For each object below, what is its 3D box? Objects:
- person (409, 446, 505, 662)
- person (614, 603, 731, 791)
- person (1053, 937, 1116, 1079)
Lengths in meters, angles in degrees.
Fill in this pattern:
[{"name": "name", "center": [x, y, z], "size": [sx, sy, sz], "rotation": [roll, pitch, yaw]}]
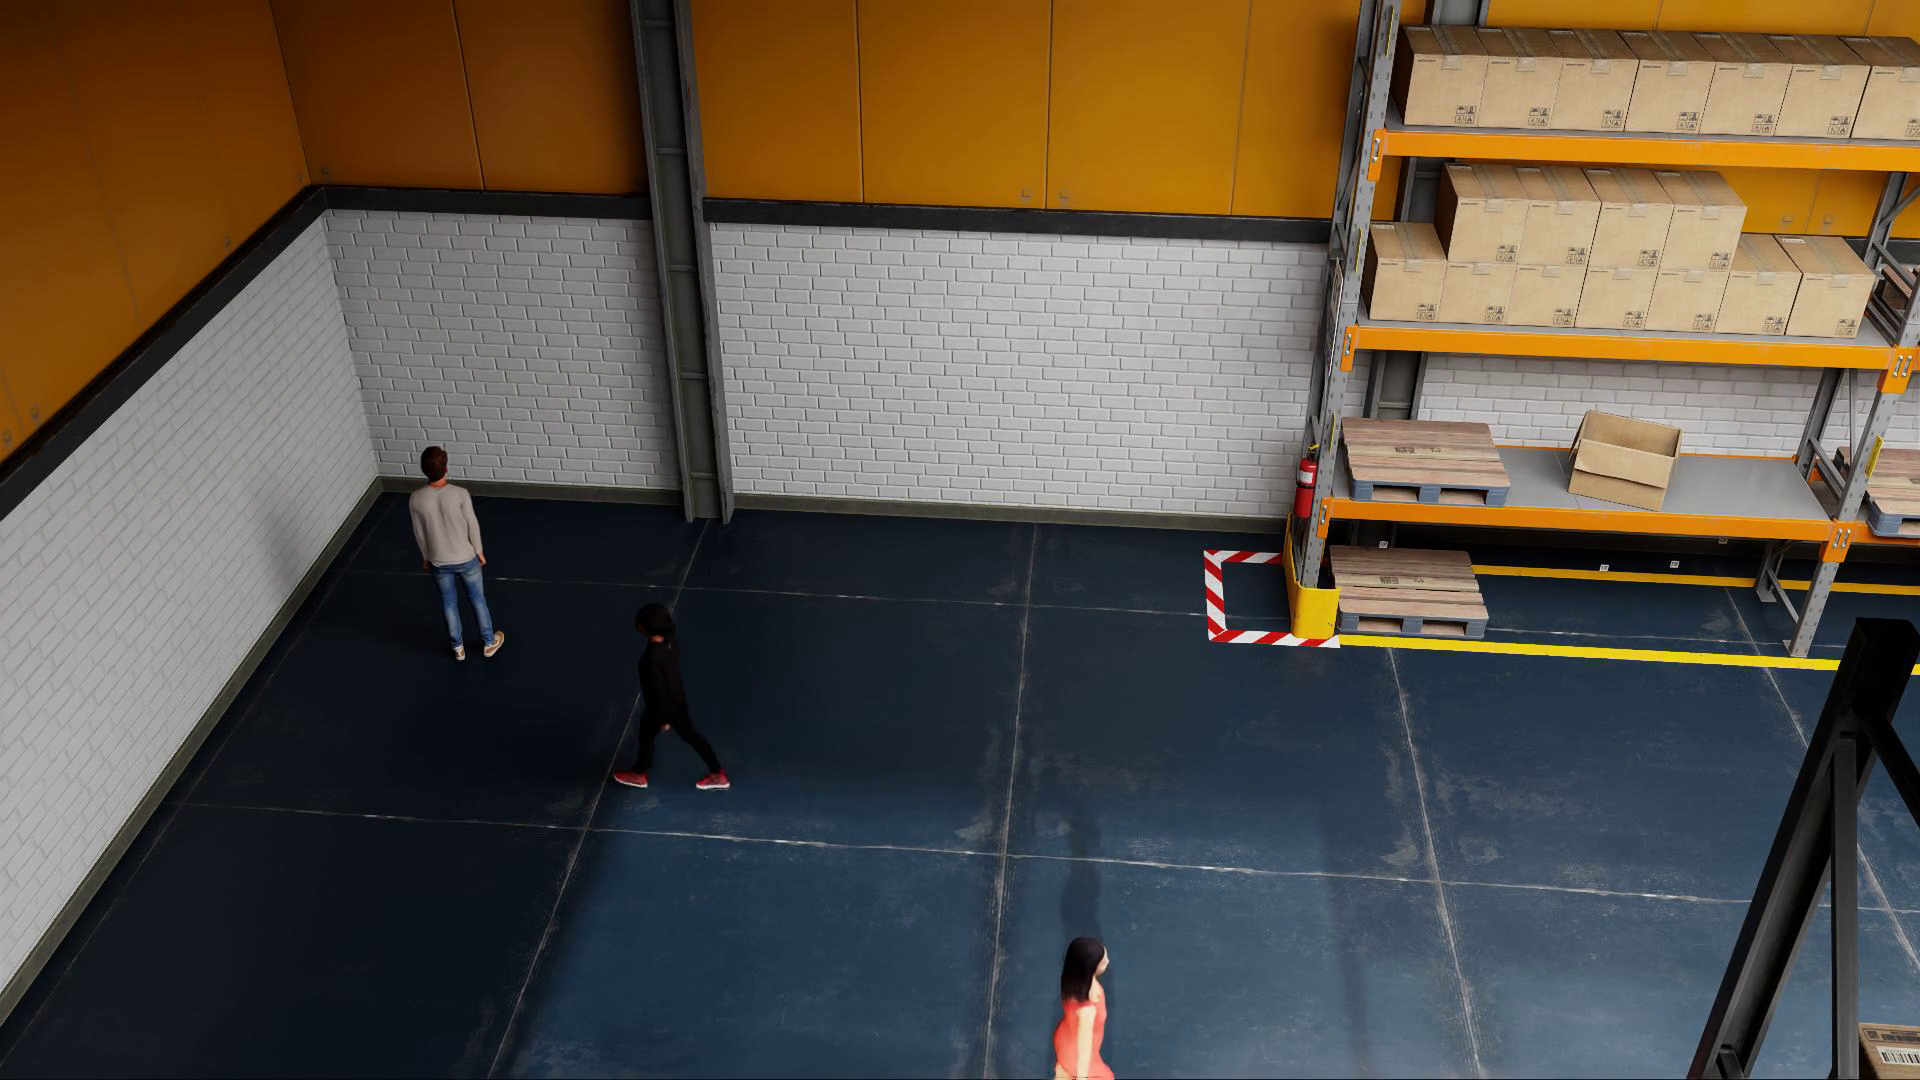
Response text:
[{"name": "person", "center": [-3.992, 0.122, 13.091], "size": [0.582, 1.904, 0.753], "rotation": [-3, 34, -5]}, {"name": "person", "center": [-1.997, 1.161, 11.774], "size": [1.138, 1.631, 0.728], "rotation": [8, 34, 11]}, {"name": "person", "center": [0.573, 2.848, 9.173], "size": [0.935, 1.701, 0.786], "rotation": [-8, 35, -12]}]
